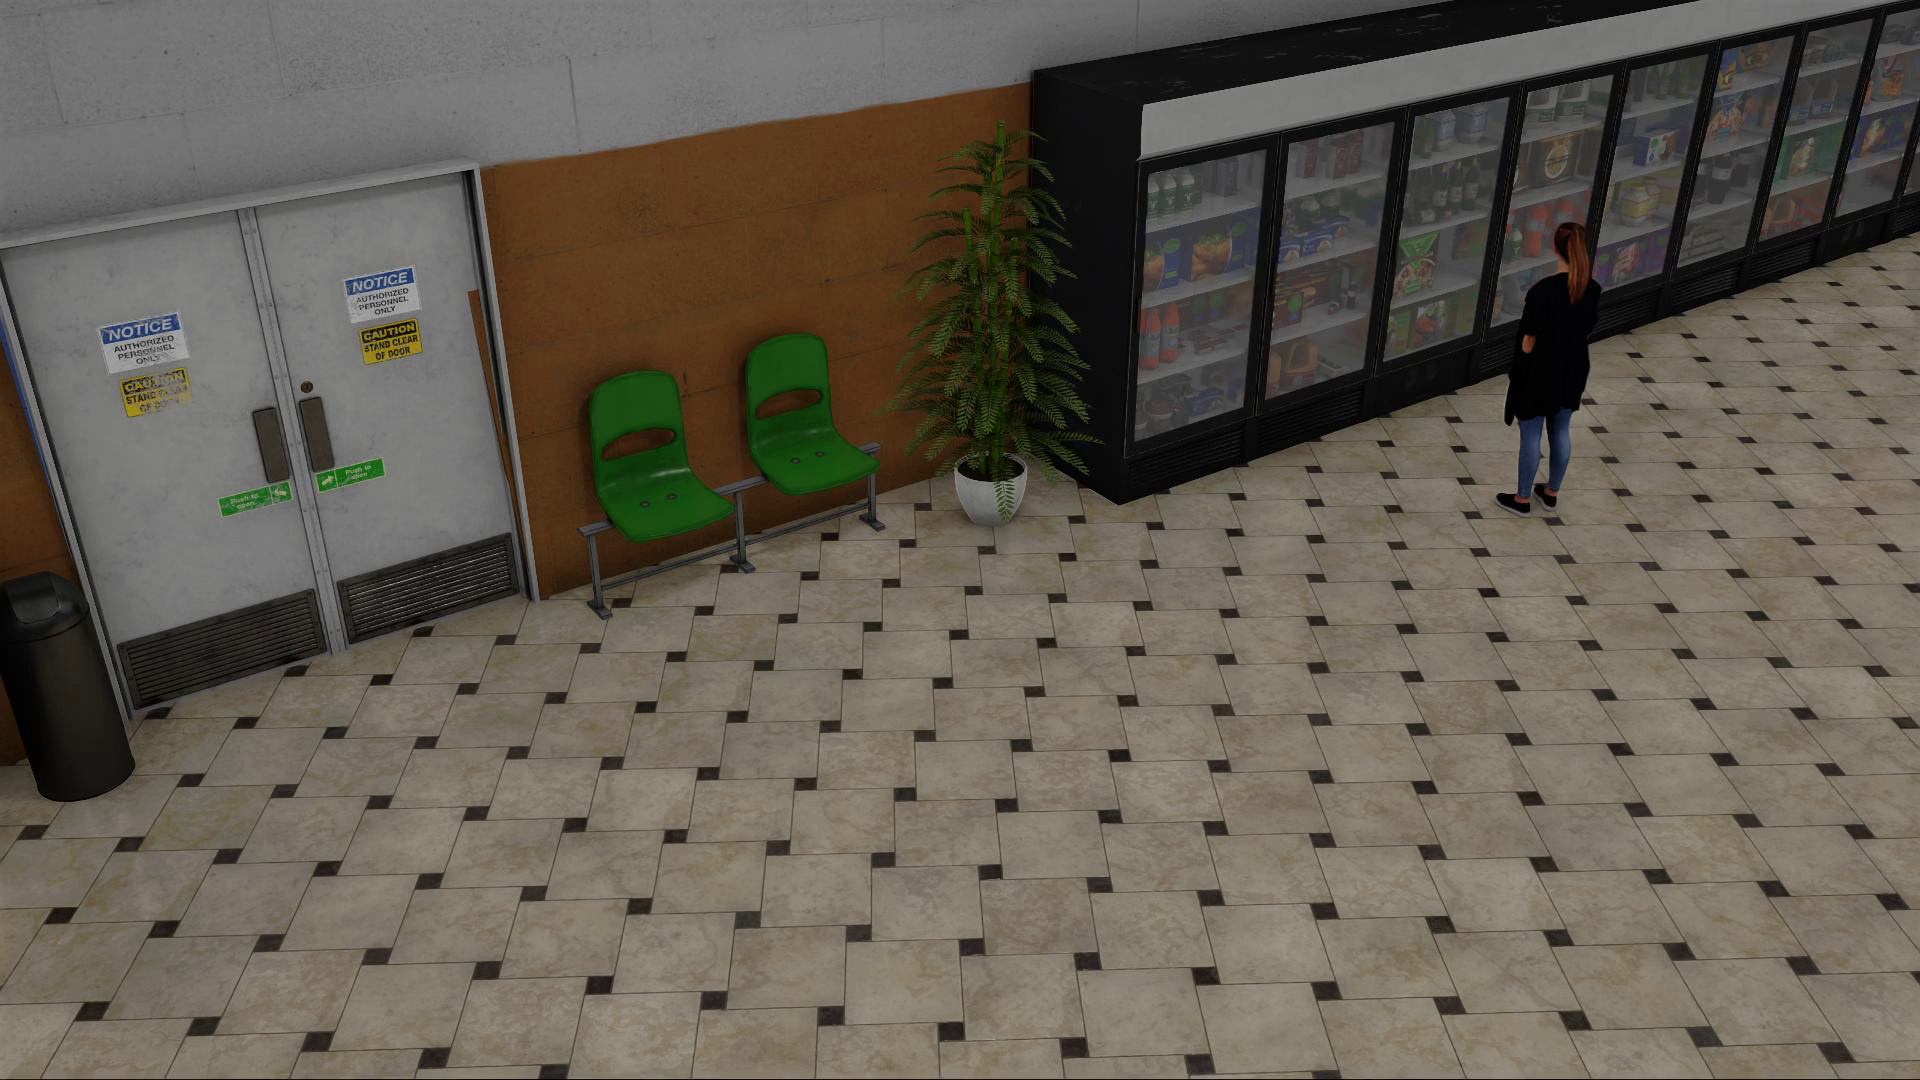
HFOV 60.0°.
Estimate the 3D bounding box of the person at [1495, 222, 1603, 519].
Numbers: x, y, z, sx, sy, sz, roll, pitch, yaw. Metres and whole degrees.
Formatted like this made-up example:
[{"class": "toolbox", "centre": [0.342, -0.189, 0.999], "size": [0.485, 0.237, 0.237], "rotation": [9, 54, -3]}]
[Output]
[{"class": "person", "centre": [3.243, -0.918, 9.107], "size": [0.701, 1.684, 0.680], "rotation": [-7, 29, -13]}]
